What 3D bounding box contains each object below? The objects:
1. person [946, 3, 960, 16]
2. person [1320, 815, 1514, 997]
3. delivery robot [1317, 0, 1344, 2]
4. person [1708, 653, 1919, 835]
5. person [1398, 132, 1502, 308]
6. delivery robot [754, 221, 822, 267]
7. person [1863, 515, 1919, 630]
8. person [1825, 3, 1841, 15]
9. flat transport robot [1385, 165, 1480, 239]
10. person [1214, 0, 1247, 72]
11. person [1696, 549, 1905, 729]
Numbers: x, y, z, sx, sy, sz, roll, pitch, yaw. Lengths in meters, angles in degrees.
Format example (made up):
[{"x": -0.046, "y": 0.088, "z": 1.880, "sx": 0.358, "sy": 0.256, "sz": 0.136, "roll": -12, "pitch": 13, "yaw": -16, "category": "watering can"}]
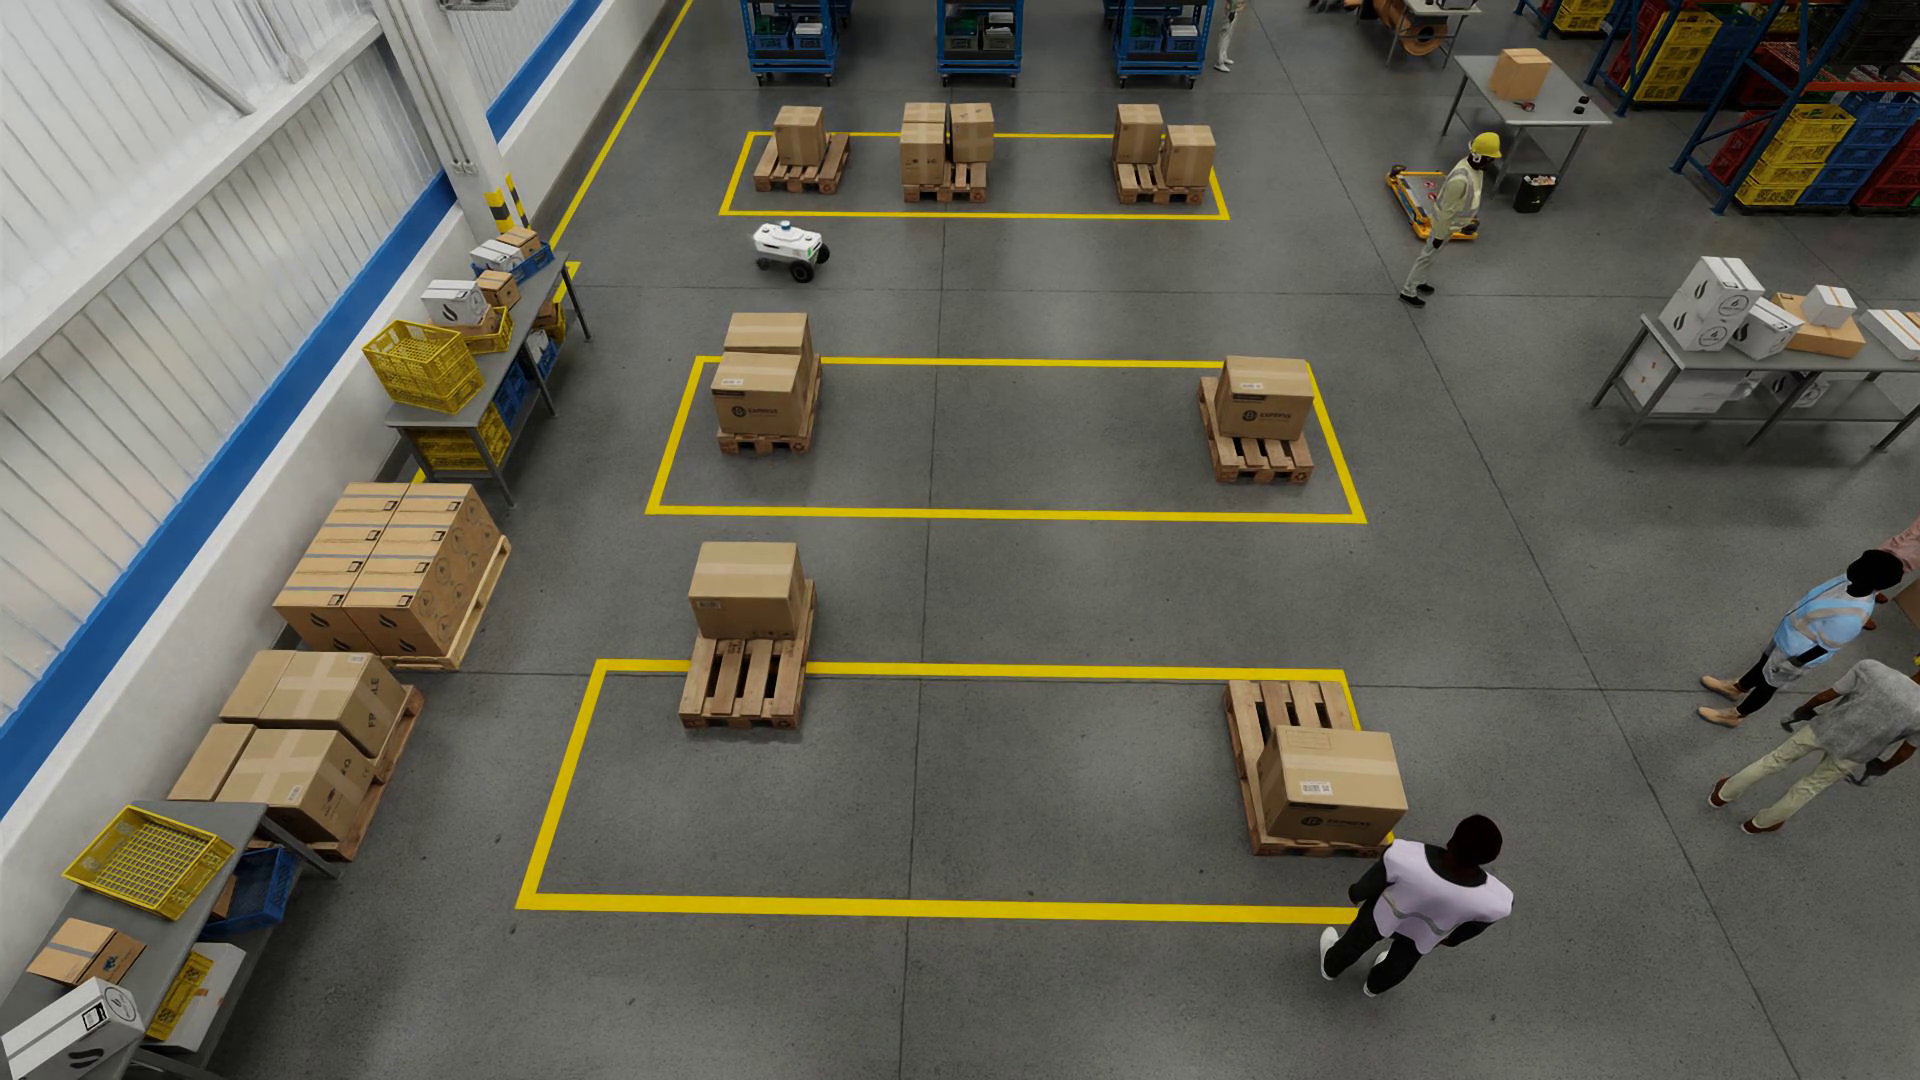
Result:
[{"x": -0.060, "y": -8.649, "z": 13.879, "sx": 0.395, "sy": 1.999, "sz": 0.617, "roll": -13, "pitch": 50, "yaw": -11, "category": "person"}, {"x": 2.323, "y": 1.940, "z": 4.756, "sx": 0.593, "sy": 1.916, "sz": 0.391, "roll": 20, "pitch": 52, "yaw": 17, "category": "person"}, {"x": 6.264, "y": -9.169, "z": 15.205, "sx": 0.707, "sy": 0.478, "sz": 0.477, "roll": -10, "pitch": 50, "yaw": -9, "category": "delivery robot"}, {"x": 5.211, "y": 1.191, "z": 5.434, "sx": 0.321, "sy": 1.871, "sz": 0.532, "roll": -23, "pitch": 53, "yaw": -19, "category": "person"}, {"x": 4.961, "y": -3.223, "z": 9.286, "sx": 0.403, "sy": 1.824, "sz": 0.589, "roll": 30, "pitch": 55, "yaw": 23, "category": "person"}, {"x": -1.893, "y": -3.273, "z": 10.102, "sx": 0.707, "sy": 0.478, "sz": 0.477, "roll": 14, "pitch": 51, "yaw": 12, "category": "delivery robot"}, {"x": 7.099, "y": -0.120, "z": 6.546, "sx": 0.638, "sy": 1.908, "sz": 0.409, "roll": -35, "pitch": 57, "yaw": -26, "category": "person"}, {"x": 13.268, "y": -8.206, "z": 13.586, "sx": 0.979, "sy": 1.830, "sz": 0.604, "roll": -32, "pitch": 56, "yaw": -25, "category": "person"}, {"x": 5.692, "y": -4.094, "z": 11.059, "sx": 0.652, "sy": 0.197, "sz": 1.431, "roll": 1, "pitch": 49, "yaw": 1, "category": "flat transport robot"}, {"x": 3.981, "y": -7.725, "z": 13.304, "sx": 0.305, "sy": 1.637, "sz": 0.522, "roll": 17, "pitch": 51, "yaw": 14, "category": "person"}, {"x": 5.488, "y": 0.665, "z": 6.001, "sx": 0.322, "sy": 1.697, "sz": 0.532, "roll": 29, "pitch": 55, "yaw": 23, "category": "person"}]
